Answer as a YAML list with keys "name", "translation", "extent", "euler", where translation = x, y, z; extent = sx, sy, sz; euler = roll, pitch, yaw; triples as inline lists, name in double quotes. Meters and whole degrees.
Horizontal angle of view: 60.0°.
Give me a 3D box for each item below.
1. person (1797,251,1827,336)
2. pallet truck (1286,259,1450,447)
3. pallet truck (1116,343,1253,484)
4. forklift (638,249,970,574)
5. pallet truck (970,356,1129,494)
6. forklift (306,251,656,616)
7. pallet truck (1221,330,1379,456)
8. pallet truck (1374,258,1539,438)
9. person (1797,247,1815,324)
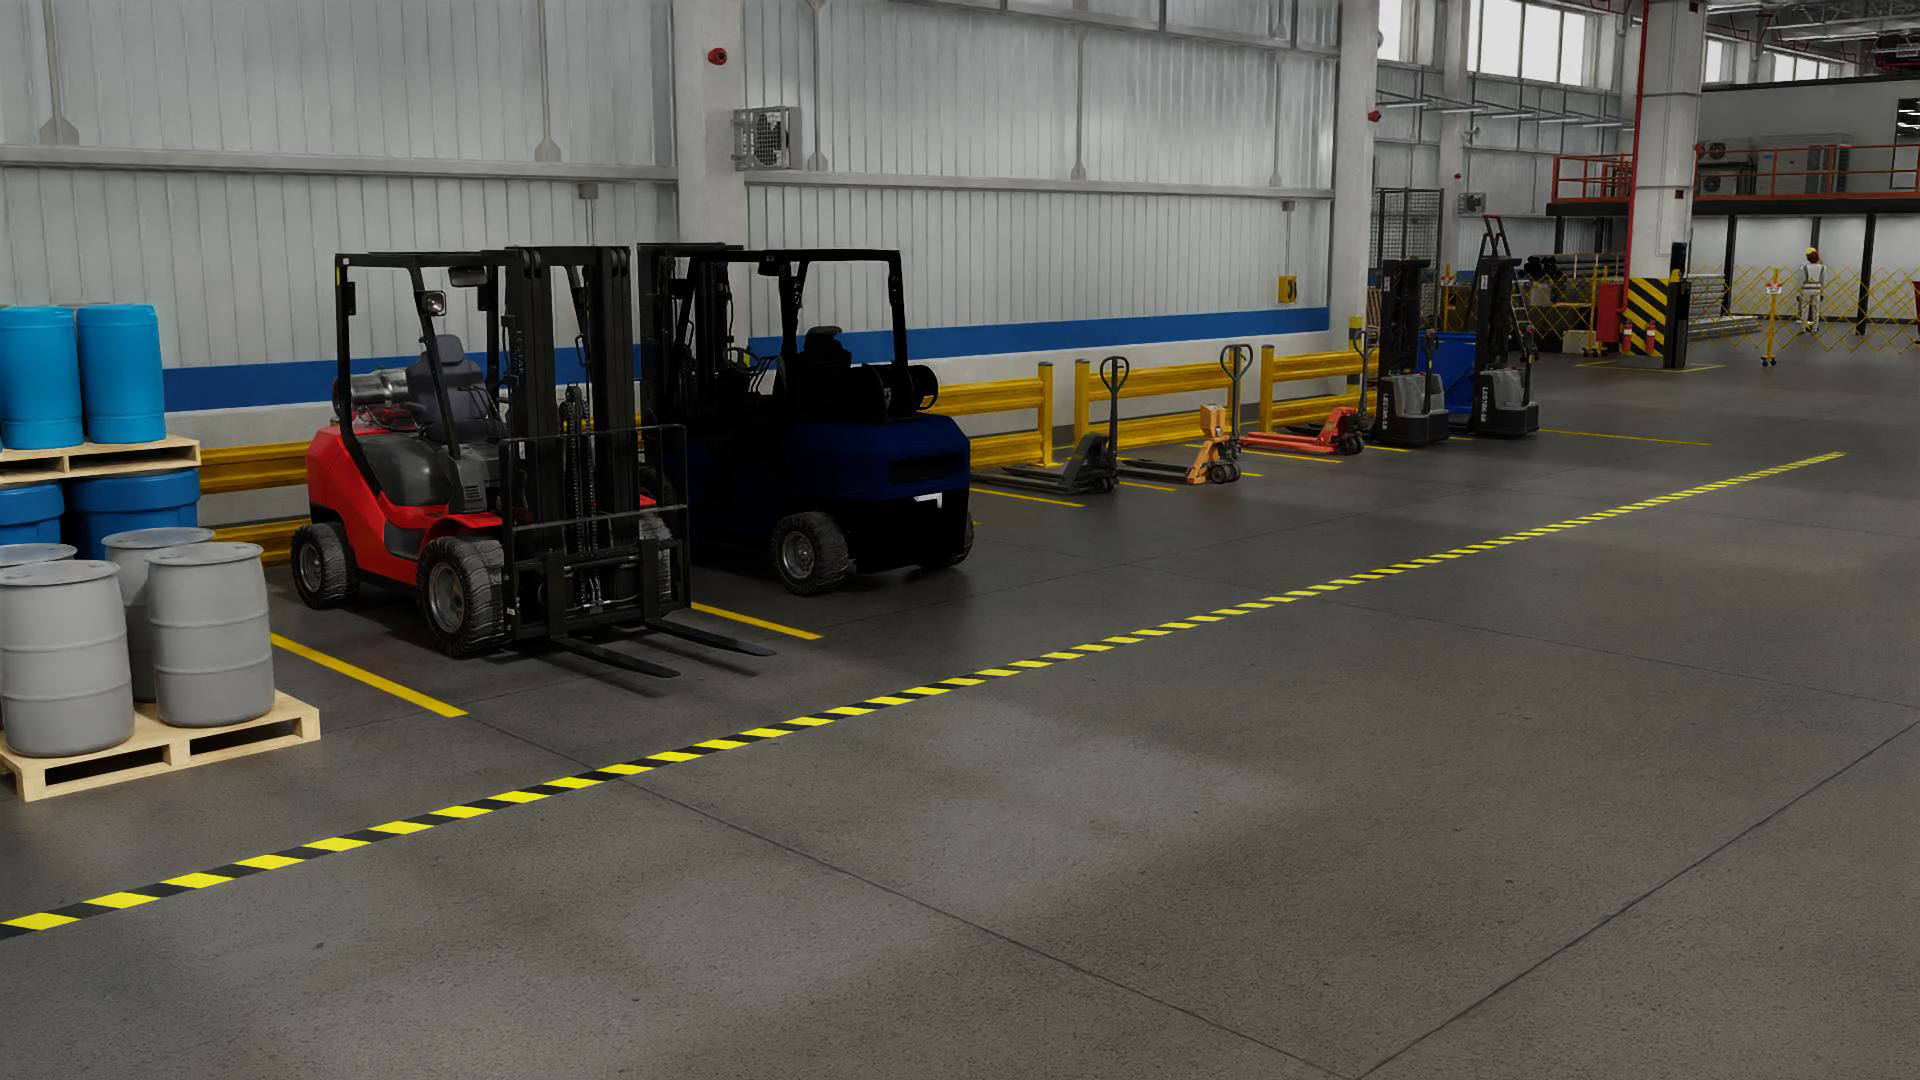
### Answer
- name: "person"
  translation: [19.076, -5.521, 37.279]
  extent: [0.581, 1.882, 0.351]
  euler: [2, 11, 9]
- name: "pallet truck"
  translation: [4.493, -2.078, 18.196]
  extent: [0.823, 1.965, 1.885]
  euler: [-9, 14, -40]
- name: "pallet truck"
  translation: [1.962, -1.215, 15.415]
  extent: [1.522, 1.261, 0.704]
  euler: [10, 14, 43]
- name: "forklift"
  translation: [-1.173, -0.958, 11.239]
  extent: [2.680, 1.987, 1.157]
  euler: [10, 14, 43]
- name: "pallet truck"
  translation: [0.784, -1.085, 14.876]
  extent: [0.680, 1.201, 1.601]
  euler: [-10, 14, -44]
- name: "forklift"
  translation: [-2.833, -0.669, 9.694]
  extent: [1.157, 1.987, 2.680]
  euler: [-10, 14, -44]
- name: "pallet truck"
  translation: [3.563, -1.581, 17.381]
  extent: [0.653, 1.274, 1.630]
  euler: [-10, 14, -44]
- name: "pallet truck"
  translation: [5.704, -2.208, 18.901]
  extent: [1.885, 1.965, 0.823]
  euler: [10, 14, 43]
- name: "person"
  translation: [21.538, -6.461, 42.276]
  extent: [0.361, 1.930, 0.587]
  euler: [2, 11, 13]
